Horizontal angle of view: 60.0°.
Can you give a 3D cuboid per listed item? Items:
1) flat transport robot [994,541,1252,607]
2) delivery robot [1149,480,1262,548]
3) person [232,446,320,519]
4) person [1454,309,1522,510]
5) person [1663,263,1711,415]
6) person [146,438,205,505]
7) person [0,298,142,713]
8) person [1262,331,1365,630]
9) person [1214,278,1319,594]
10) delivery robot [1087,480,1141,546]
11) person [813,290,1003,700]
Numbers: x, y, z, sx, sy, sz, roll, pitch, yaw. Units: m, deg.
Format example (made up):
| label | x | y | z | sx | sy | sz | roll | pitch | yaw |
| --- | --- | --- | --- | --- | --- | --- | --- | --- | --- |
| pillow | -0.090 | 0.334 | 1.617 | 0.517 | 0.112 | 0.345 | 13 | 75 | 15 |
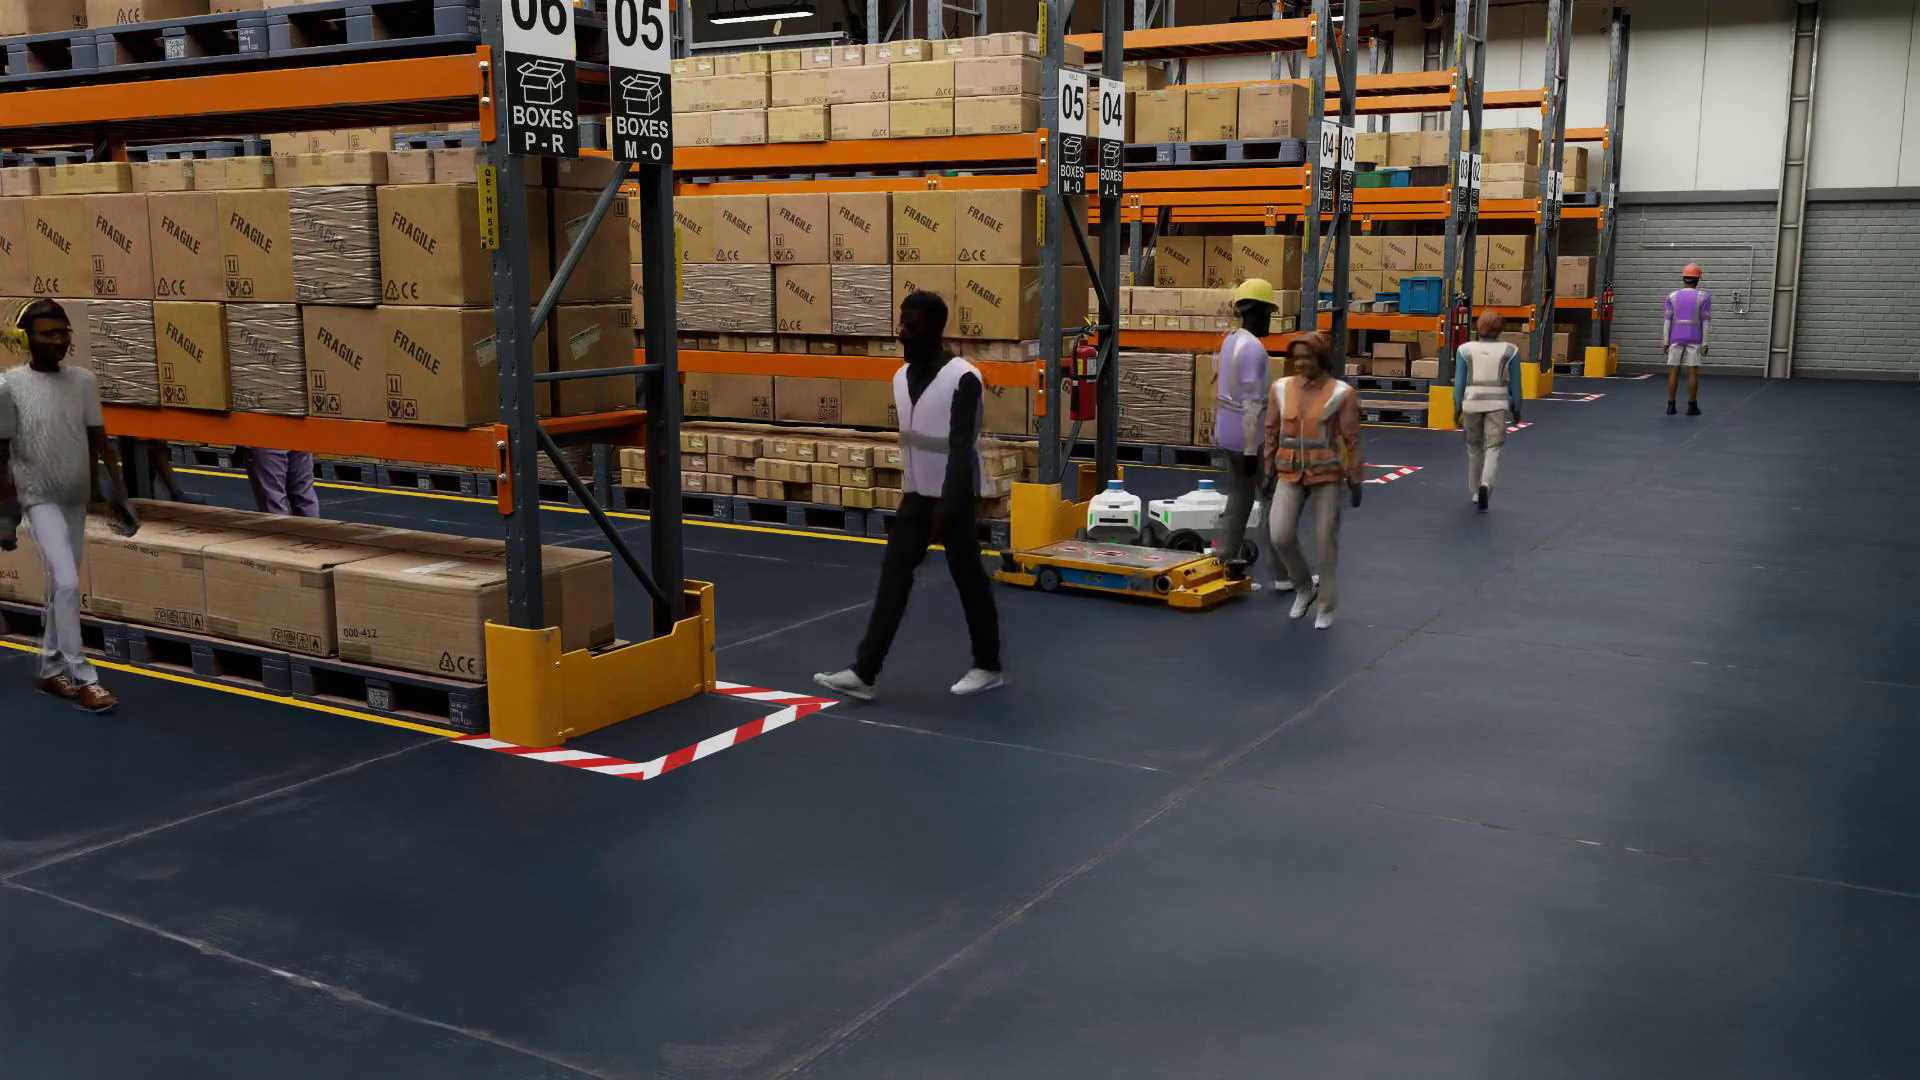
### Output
| label | x | y | z | sx | sy | sz | roll | pitch | yaw |
| --- | --- | --- | --- | --- | --- | --- | --- | --- | --- |
| flat transport robot | 0.979 | 0.181 | 10.095 | 1.431 | 0.197 | 0.652 | 7 | 12 | 35 |
| delivery robot | 1.616 | -0.154 | 10.955 | 0.707 | 0.478 | 0.477 | -2 | 10 | -14 |
| person | -4.192 | -0.642 | 10.136 | 0.400 | 1.907 | 0.644 | 4 | 10 | 21 |
| person | 4.240 | -1.054 | 13.406 | 0.526 | 1.610 | 0.750 | 4 | 11 | 23 |
| person | 9.309 | -2.564 | 21.301 | 0.551 | 1.934 | 0.373 | 6 | 12 | 33 |
| person | -6.176 | -1.113 | 12.920 | 0.957 | 1.891 | 0.585 | 4 | 11 | 24 |
| person | -3.957 | -0.149 | 7.465 | 0.829 | 1.841 | 0.515 | 4 | 11 | 24 |
| person | 1.917 | -0.319 | 9.050 | 0.611 | 1.622 | 0.386 | 6 | 11 | 32 |
| person | 1.872 | -0.615 | 10.018 | 0.752 | 1.893 | 0.613 | -1 | 10 | -5 |
| delivery robot | 1.020 | -0.153 | 10.949 | 0.477 | 0.478 | 0.707 | 1 | 10 | 6 |
| person | -0.176 | -0.176 | 7.521 | 0.995 | 1.869 | 0.599 | -8 | 13 | -40 |
